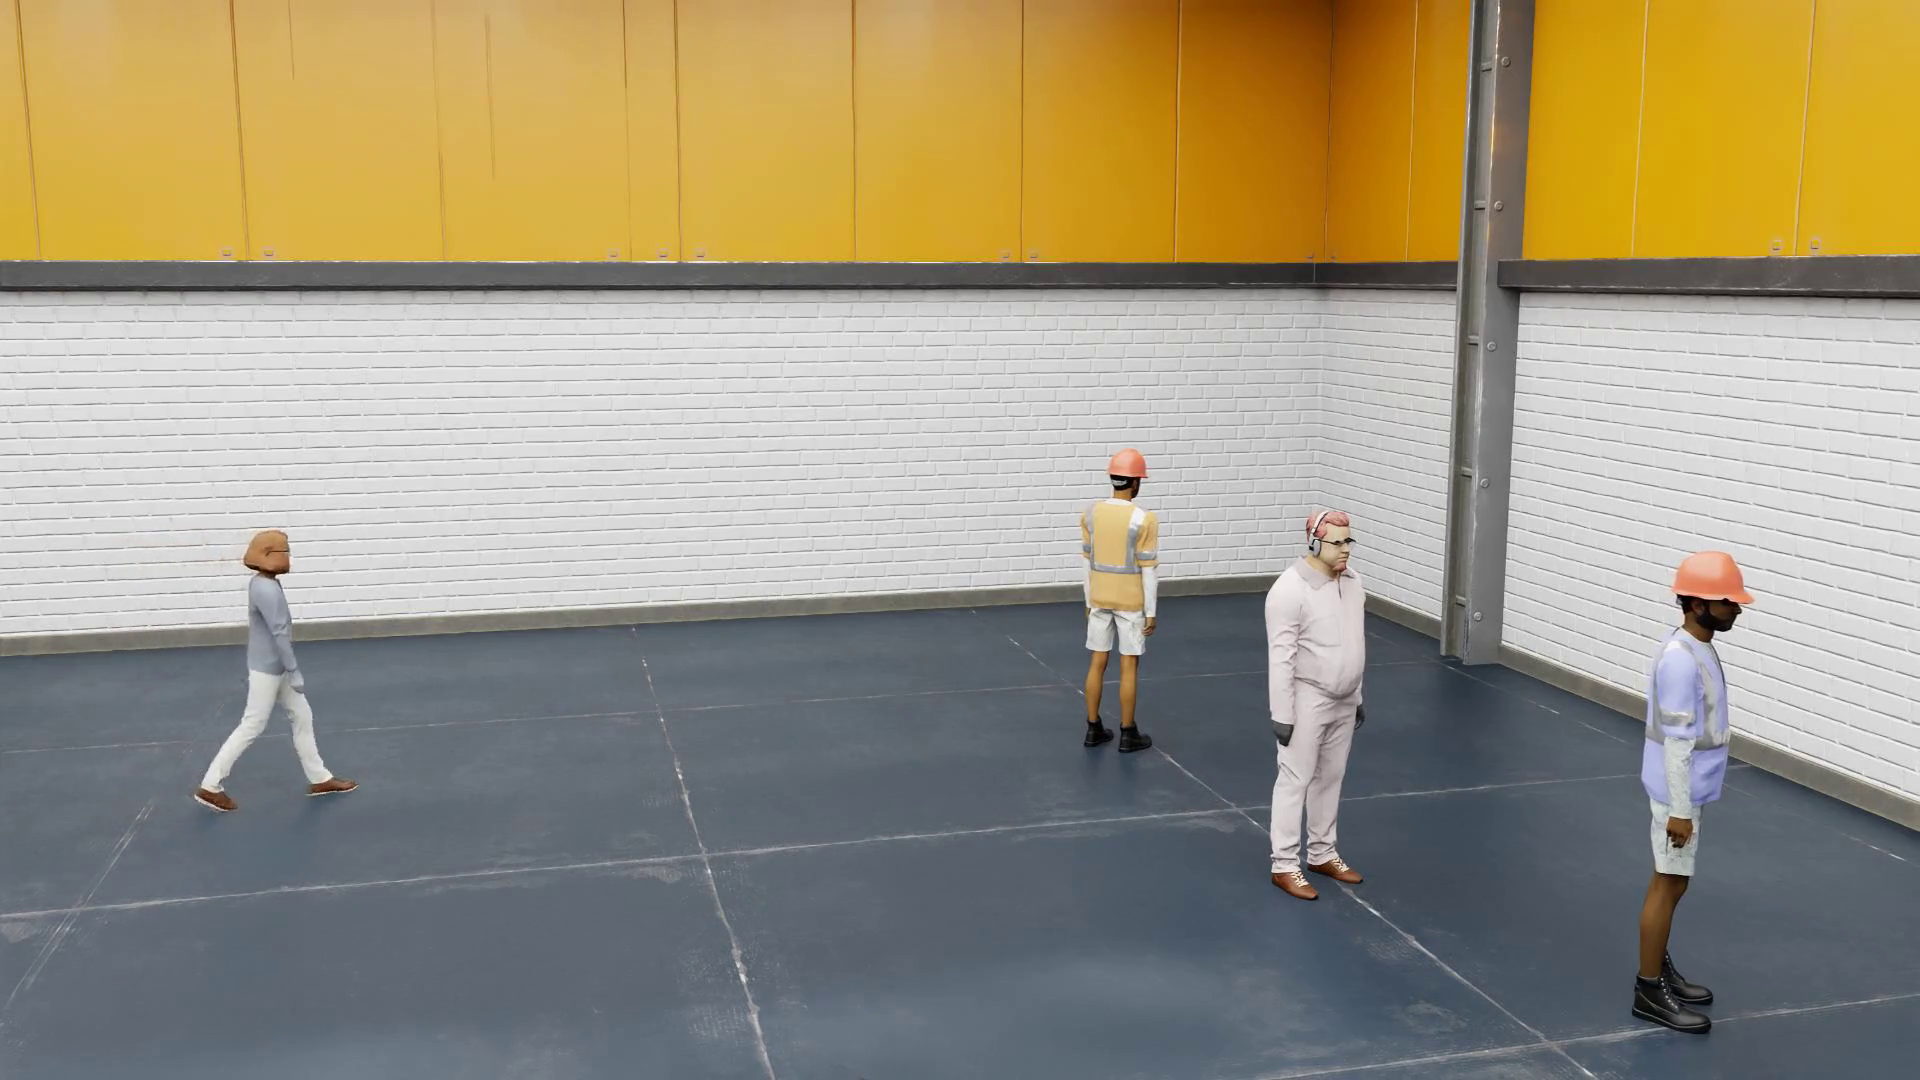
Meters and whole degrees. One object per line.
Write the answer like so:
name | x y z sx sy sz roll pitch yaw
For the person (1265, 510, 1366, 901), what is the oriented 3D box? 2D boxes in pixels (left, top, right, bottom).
person | 1.765 0.793 8.121 0.644 1.903 0.401 -8 12 -40

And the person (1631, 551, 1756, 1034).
person | 2.956 0.997 6.721 0.370 1.935 0.552 5 10 27

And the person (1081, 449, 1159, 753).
person | 1.030 0.385 10.577 0.542 1.932 0.384 6 11 34

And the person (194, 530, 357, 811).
person | -3.950 0.732 9.443 0.851 1.594 0.497 -4 10 -23
